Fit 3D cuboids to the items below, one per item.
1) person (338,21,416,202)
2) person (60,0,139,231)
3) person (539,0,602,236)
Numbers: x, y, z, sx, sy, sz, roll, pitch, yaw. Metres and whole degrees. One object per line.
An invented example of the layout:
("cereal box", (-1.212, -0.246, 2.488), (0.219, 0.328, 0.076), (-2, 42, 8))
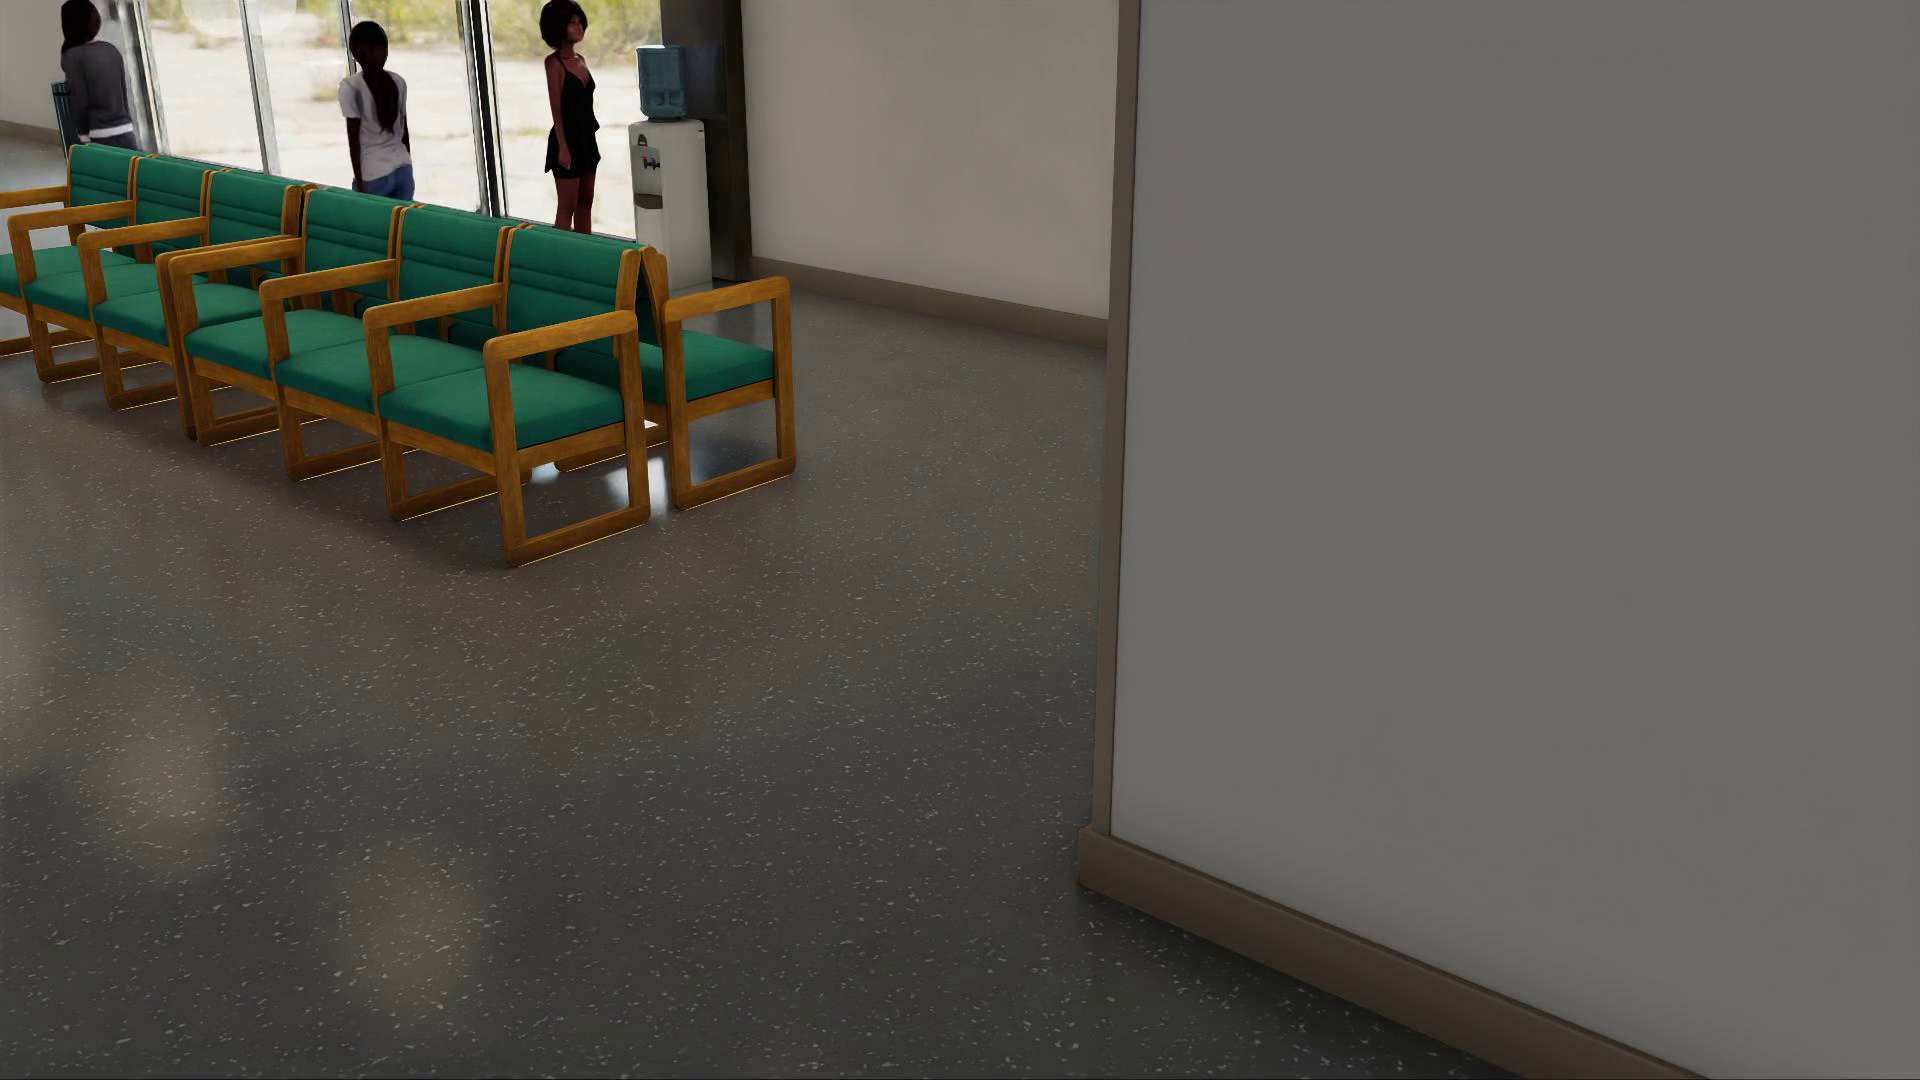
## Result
("person", (-3.199, -2.018, 9.363), (0.645, 1.708, 0.614), (17, 26, 37))
("person", (-5.512, -2.613, 10.861), (0.727, 1.758, 0.609), (10, 23, 26))
("person", (-2.404, -2.425, 10.325), (0.683, 1.787, 0.578), (7, 22, 18))
